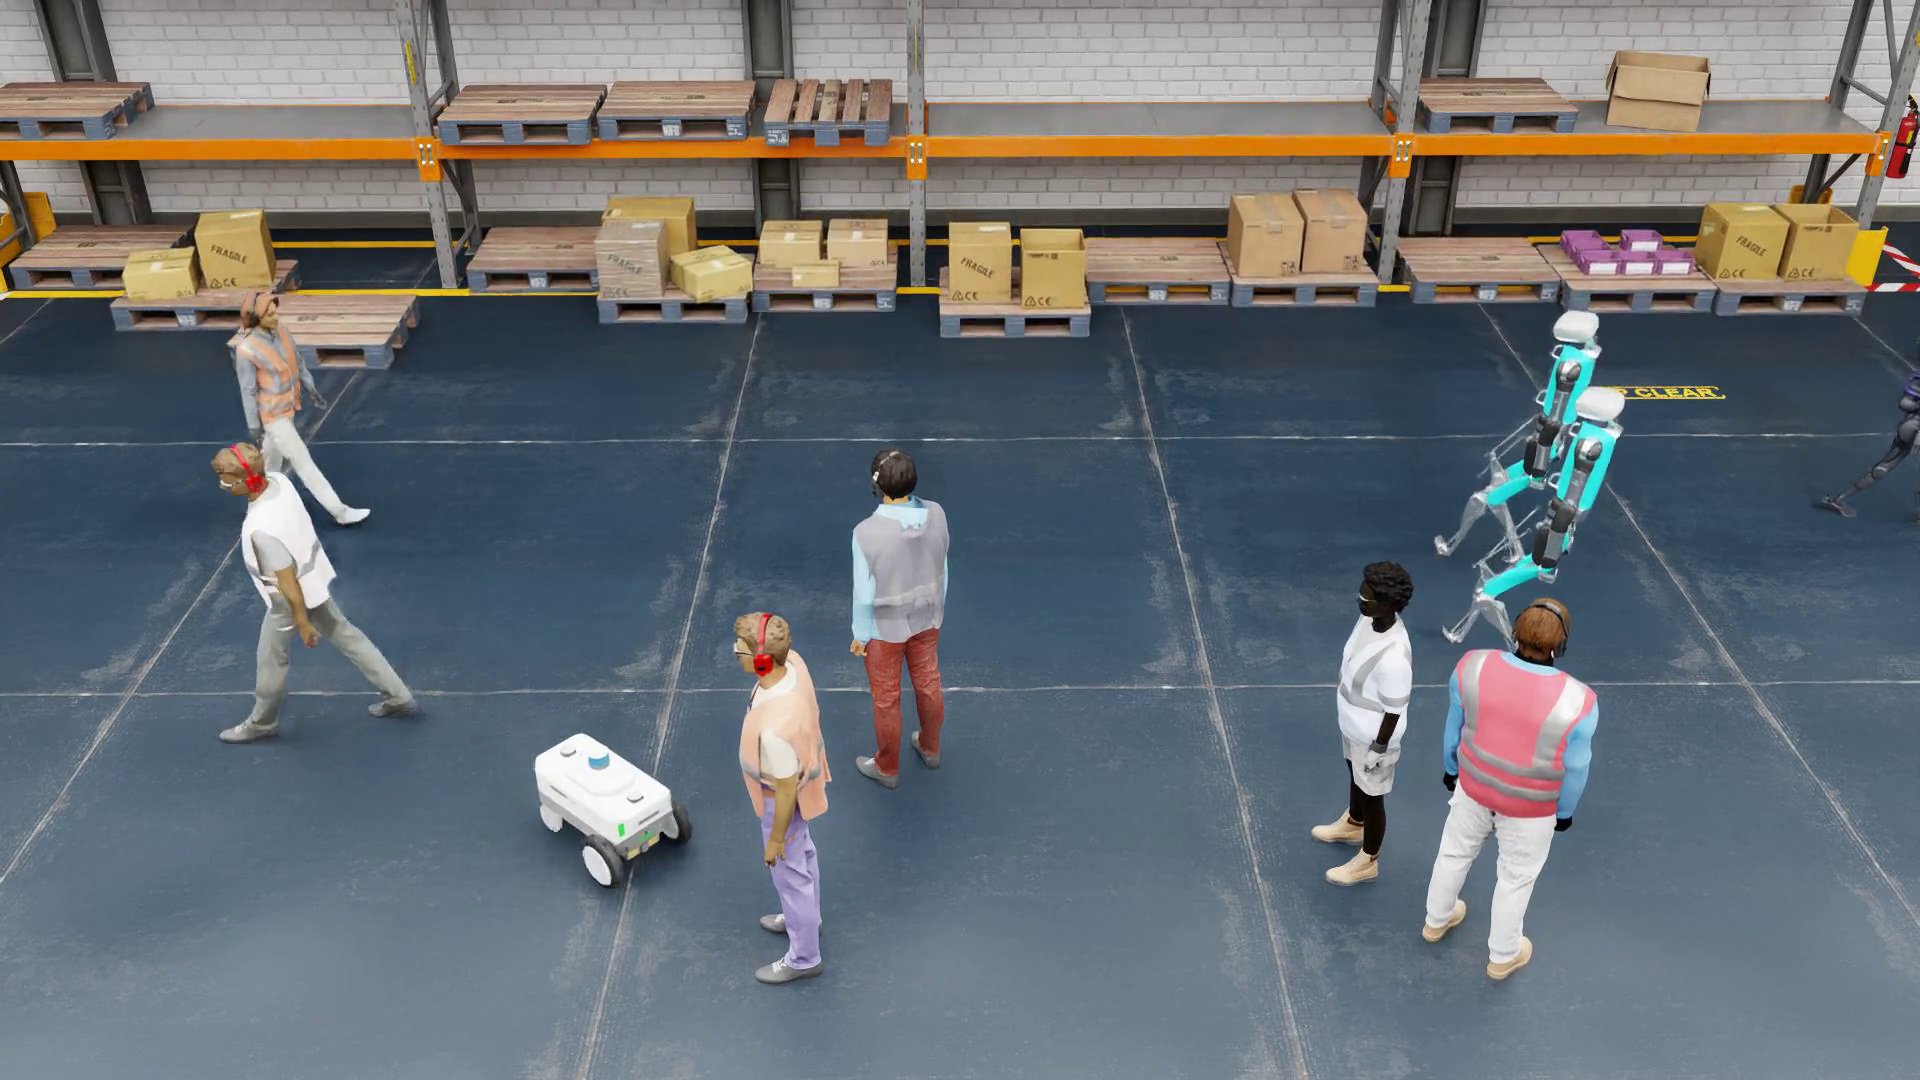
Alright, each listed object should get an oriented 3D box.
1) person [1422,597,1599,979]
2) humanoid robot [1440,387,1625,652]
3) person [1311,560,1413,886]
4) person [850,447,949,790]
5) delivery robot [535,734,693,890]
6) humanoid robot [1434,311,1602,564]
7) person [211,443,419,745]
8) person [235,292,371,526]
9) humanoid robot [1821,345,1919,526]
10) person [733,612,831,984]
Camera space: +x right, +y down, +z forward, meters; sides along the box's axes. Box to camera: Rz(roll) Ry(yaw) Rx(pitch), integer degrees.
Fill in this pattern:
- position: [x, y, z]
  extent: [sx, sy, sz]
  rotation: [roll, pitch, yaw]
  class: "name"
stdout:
- position: [2.355, 1.056, 7.144]
  extent: [0.620, 1.837, 0.431]
  rotation: [25, 39, 36]
  class: "person"
- position: [3.029, -0.026, 9.104]
  extent: [0.853, 1.854, 0.553]
  rotation: [16, 35, 25]
  class: "humanoid robot"
- position: [1.868, 0.837, 7.628]
  extent: [0.316, 1.695, 0.539]
  rotation: [0, 31, -1]
  class: "person"
- position: [-0.286, 0.401, 8.176]
  extent: [0.534, 1.883, 0.410]
  rotation: [-20, 36, -29]
  class: "person"
- position: [-1.703, 1.265, 8.028]
  extent: [0.781, 0.595, 0.499]
  rotation: [25, 39, 35]
  class: "delivery robot"
- position: [3.285, -0.543, 9.977]
  extent: [0.811, 1.883, 0.571]
  rotation: [17, 35, 26]
  class: "humanoid robot"
- position: [-3.394, 0.271, 8.496]
  extent: [1.006, 1.779, 0.582]
  rotation: [-2, 31, -4]
  class: "person"
- position: [-4.237, -0.811, 10.473]
  extent: [0.871, 1.586, 0.514]
  rotation: [3, 31, 5]
  class: "person"
- position: [6.041, -0.825, 10.466]
  extent: [0.779, 1.632, 0.601]
  rotation: [19, 36, 28]
  class: "humanoid robot"
- position: [-0.734, 1.096, 7.055]
  extent: [0.374, 1.843, 0.569]
  rotation: [0, 31, -1]
  class: "person"
